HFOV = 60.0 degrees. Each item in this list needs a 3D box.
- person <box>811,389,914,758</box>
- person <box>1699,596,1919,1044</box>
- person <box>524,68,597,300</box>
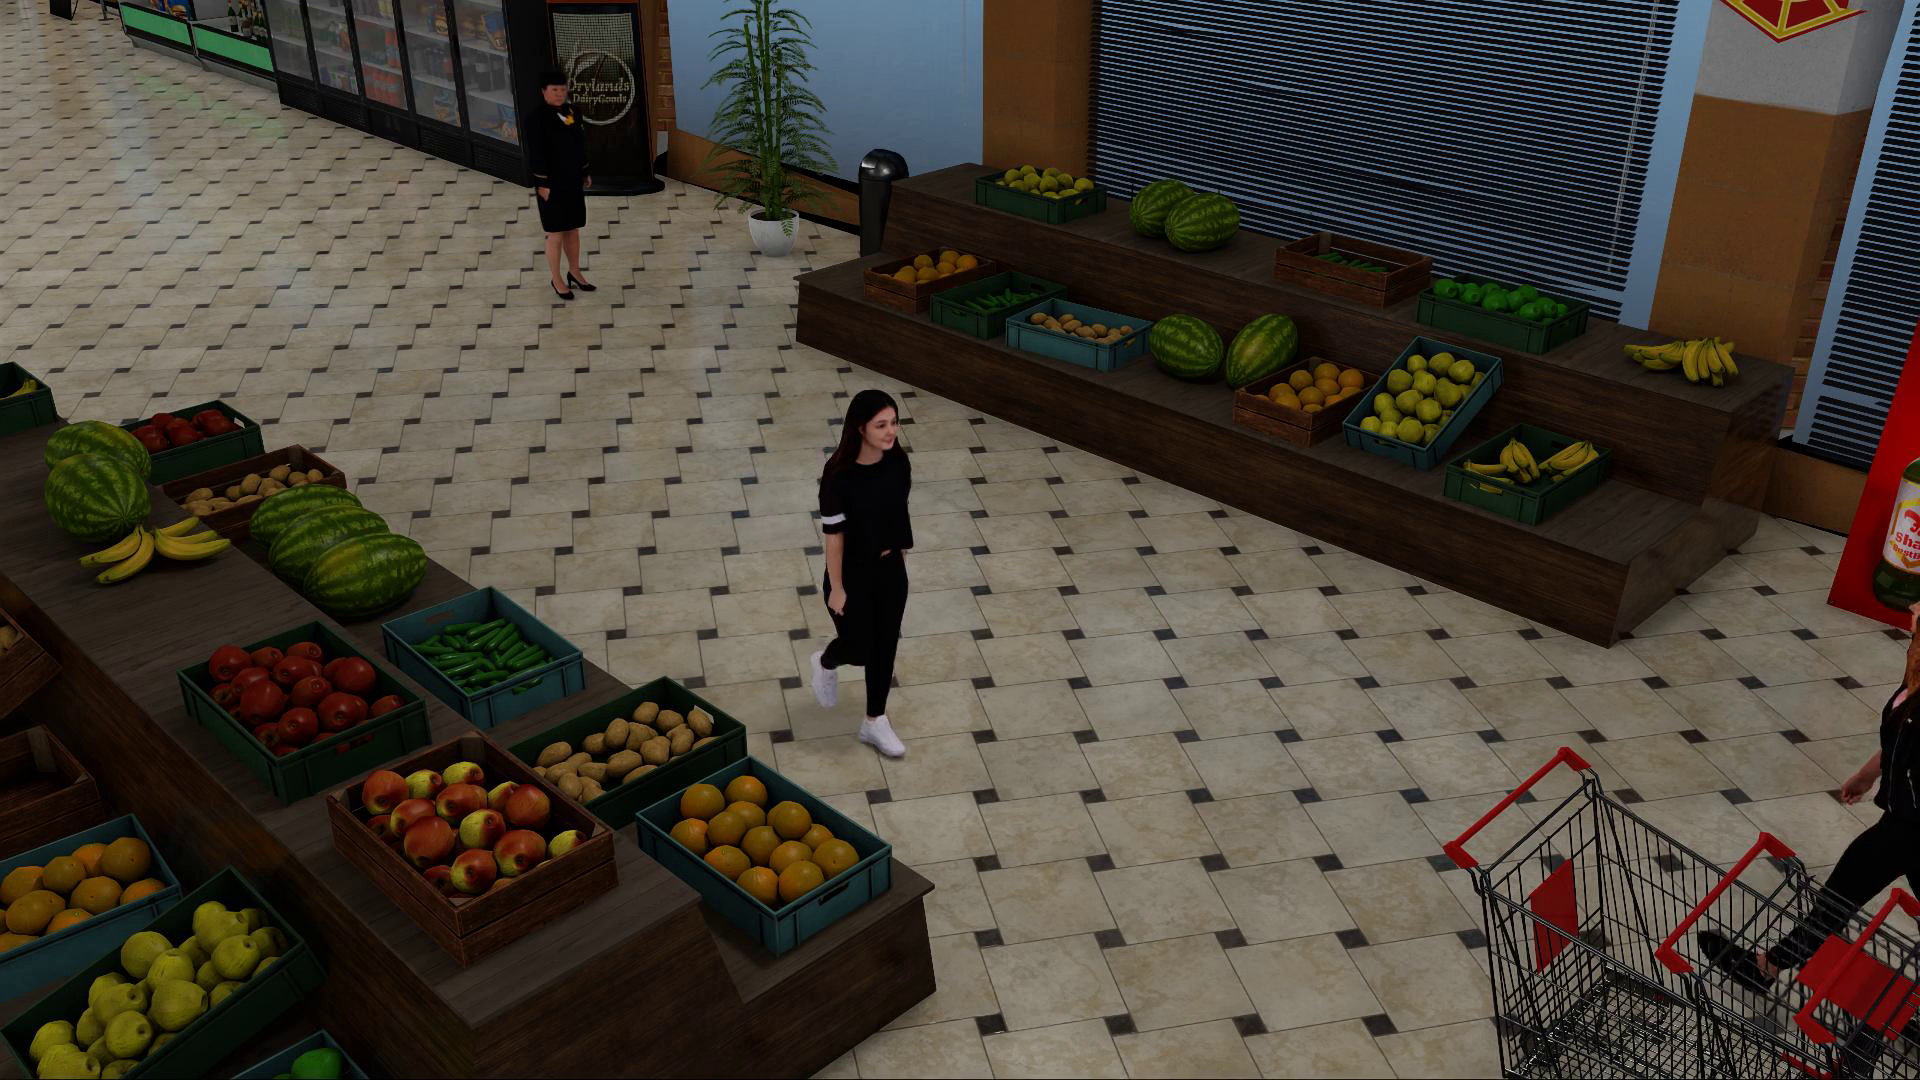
[{"bbox_3d":[-0.436,0.122,6.905,0.637,1.626,0.825,-21,34,-35],"label":"person"},{"bbox_3d":[3.112,0.952,5.229,1.145,1.661,0.707,20,33,35],"label":"person"},{"bbox_3d":[-2.952,-2.635,12.292,0.695,1.670,0.742,17,31,29],"label":"person"}]
